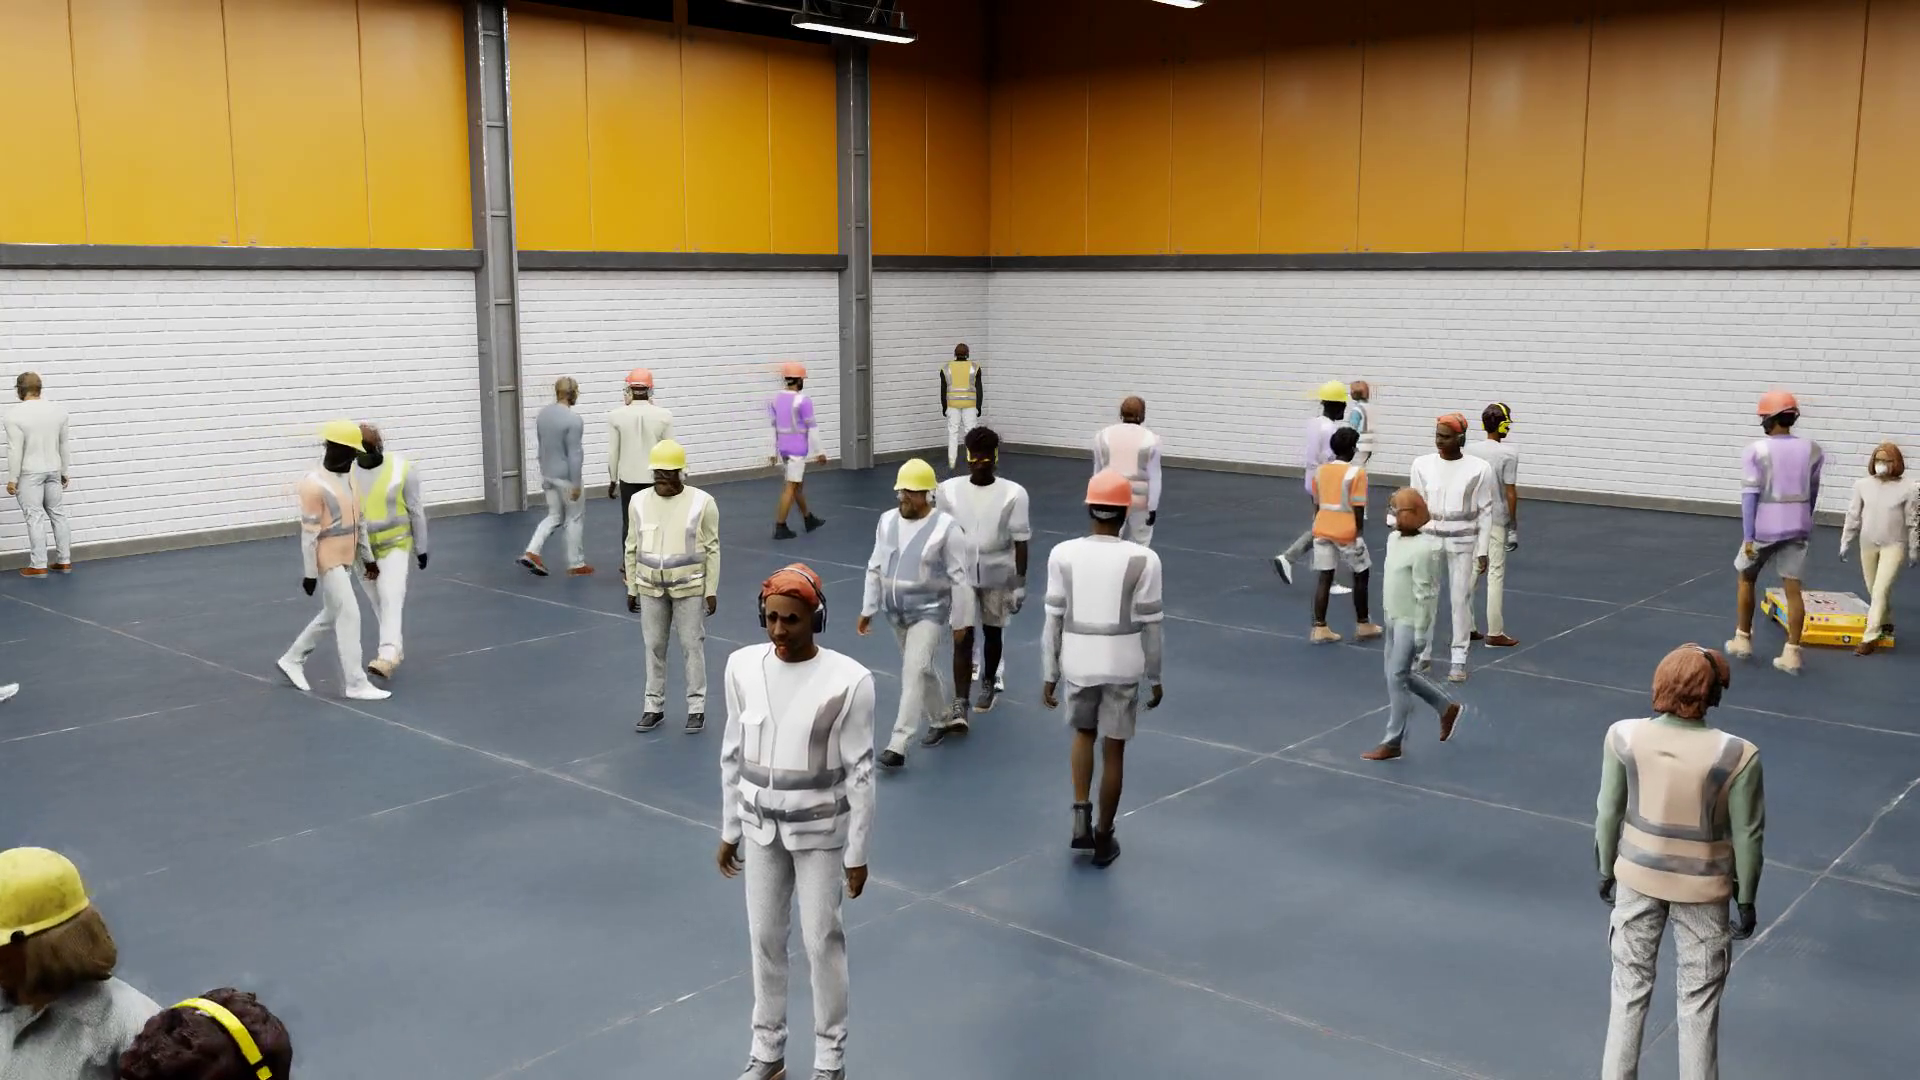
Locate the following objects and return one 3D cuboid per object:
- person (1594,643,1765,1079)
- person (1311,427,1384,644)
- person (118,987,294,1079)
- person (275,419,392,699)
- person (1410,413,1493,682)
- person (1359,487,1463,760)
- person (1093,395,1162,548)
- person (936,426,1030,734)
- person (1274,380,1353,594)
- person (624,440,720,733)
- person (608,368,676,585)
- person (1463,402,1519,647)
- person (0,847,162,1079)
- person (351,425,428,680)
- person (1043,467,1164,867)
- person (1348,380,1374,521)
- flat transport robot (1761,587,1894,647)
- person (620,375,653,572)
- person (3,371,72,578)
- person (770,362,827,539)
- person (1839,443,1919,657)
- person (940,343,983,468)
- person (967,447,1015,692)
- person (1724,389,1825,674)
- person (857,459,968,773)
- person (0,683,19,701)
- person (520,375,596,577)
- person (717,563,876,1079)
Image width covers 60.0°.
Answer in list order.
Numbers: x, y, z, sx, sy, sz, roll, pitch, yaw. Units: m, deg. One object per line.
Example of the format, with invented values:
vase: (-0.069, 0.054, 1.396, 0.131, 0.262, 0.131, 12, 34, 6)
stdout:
person: (2.352, 1.153, 5.477, 0.523, 1.638, 0.310, 7, 12, 39)
person: (2.991, -0.040, 12.859, 0.748, 1.660, 0.546, -7, 11, -37)
person: (-1.030, 1.551, 2.351, 0.514, 1.848, 0.712, 3, 10, 18)
person: (-4.274, 0.127, 11.177, 0.819, 1.883, 0.577, 0, 9, 0)
person: (3.407, 0.049, 11.641, 0.584, 1.881, 0.337, 5, 10, 29)
person: (2.674, 0.486, 9.726, 0.612, 1.620, 0.507, -1, 9, -8)
person: (1.412, -0.329, 14.249, 0.630, 1.821, 0.818, 4, 10, 21)
person: (0.125, 0.231, 10.444, 0.625, 1.896, 1.049, 1, 9, 6)
person: (3.166, -0.458, 14.726, 0.592, 1.915, 0.589, -1, 9, -8)
person: (-1.790, 0.288, 10.304, 0.600, 1.829, 0.404, 1, 9, 7)
person: (-2.899, -0.574, 15.222, 0.649, 1.990, 0.393, -2, 9, -10)
person: (4.051, -0.117, 12.732, 0.329, 1.871, 0.513, -6, 11, -35)
person: (-1.864, 1.437, 3.502, 0.500, 1.699, 0.900, 2, 9, 12)
person: (-4.129, 0.084, 11.716, 0.633, 1.785, 0.988, 0, 9, 1)
person: (0.700, 0.609, 8.003, 0.570, 1.918, 0.410, 3, 10, 18)
person: (4.534, -1.029, 19.176, 0.479, 1.624, 0.548, 6, 11, 32)
flat transport robot: (6.877, 0.600, 13.232, 0.652, 0.197, 1.431, 2, 9, 15)
person: (-3.017, -0.600, 15.647, 0.401, 1.906, 0.651, -6, 11, -31)
person: (-8.659, -0.613, 15.626, 0.357, 1.937, 0.638, 4, 10, 24)
person: (-1.713, -0.978, 18.050, 0.555, 1.894, 0.945, 8, 12, 43)
person: (6.982, 0.049, 12.583, 0.856, 1.587, 0.503, -7, 11, -37)
person: (0.027, -1.961, 24.400, 0.625, 1.844, 0.429, 1, 9, 5)
person: (0.132, 0.169, 11.370, 0.533, 1.733, 0.831, 0, 9, 3)
person: (5.882, -0.079, 12.045, 0.619, 2.008, 0.856, 0, 9, 1)
person: (-0.276, 0.414, 9.690, 0.593, 1.784, 0.945, 7, 11, 37)
person: (-6.548, 0.240, 10.497, 0.609, 1.863, 1.031, 6, 11, 34)
person: (-3.769, -0.569, 15.458, 0.648, 1.913, 0.699, 7, 11, 37)
person: (-0.562, 1.007, 5.655, 0.576, 1.880, 0.379, 4, 10, 24)
